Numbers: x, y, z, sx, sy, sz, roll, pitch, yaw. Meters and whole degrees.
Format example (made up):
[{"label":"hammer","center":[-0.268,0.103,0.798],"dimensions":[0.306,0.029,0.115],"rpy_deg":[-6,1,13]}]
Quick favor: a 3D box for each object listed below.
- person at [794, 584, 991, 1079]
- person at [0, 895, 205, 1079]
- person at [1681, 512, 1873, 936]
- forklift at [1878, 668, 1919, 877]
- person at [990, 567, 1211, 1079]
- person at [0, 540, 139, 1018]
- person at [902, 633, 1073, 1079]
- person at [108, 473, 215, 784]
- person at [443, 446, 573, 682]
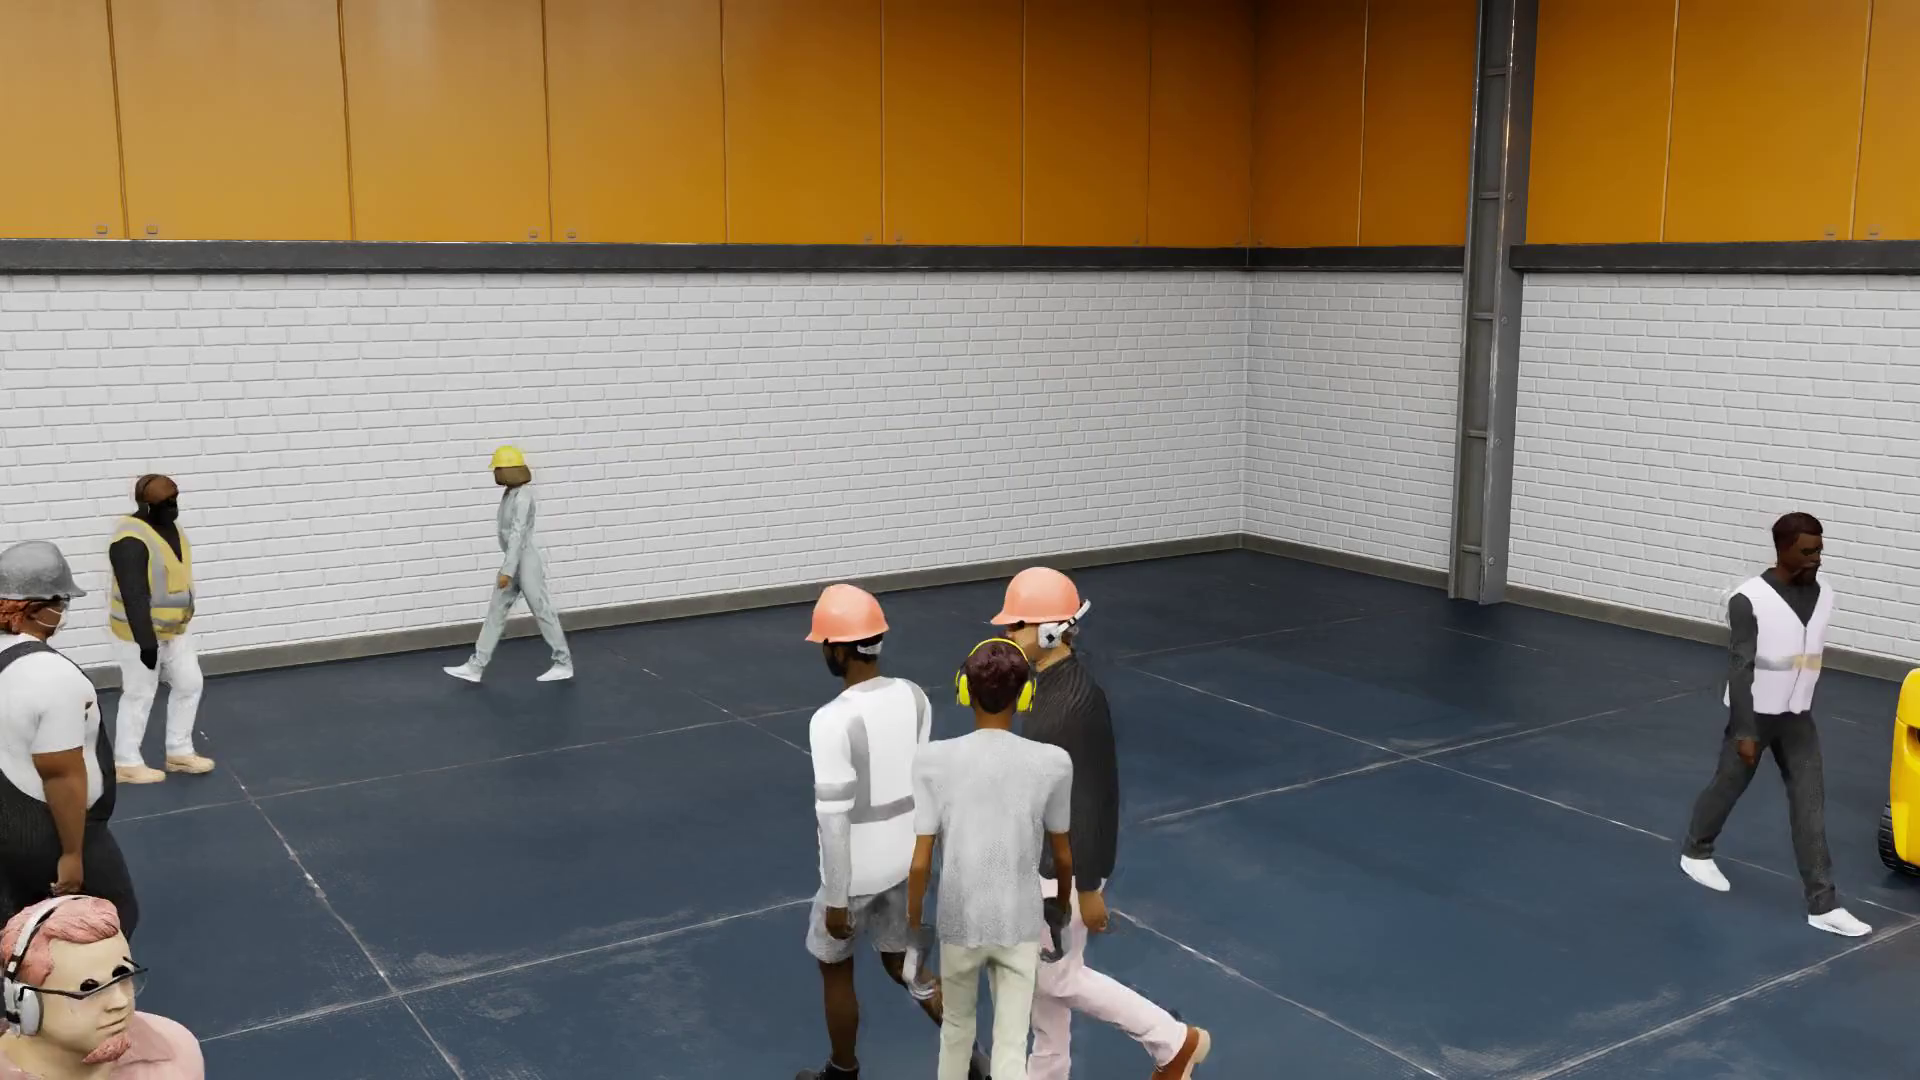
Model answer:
[{"label":"person","center":[-0.242,1.097,5.613],"dimensions":[0.822,1.909,0.547],"rpy_deg":[8,12,39]},{"label":"person","center":[-1.650,1.544,3.073],"dimensions":[0.990,1.863,0.643],"rpy_deg":[6,11,30]},{"label":"person","center":[3.724,0.791,7.587],"dimensions":[0.610,1.861,1.022],"rpy_deg":[-3,10,-19]},{"label":"forklift","center":[5.511,0.571,7.906],"dimensions":[2.313,2.155,1.214],"rpy_deg":[-6,11,-33]},{"label":"person","center":[0.447,1.057,5.670],"dimensions":[0.688,1.973,0.634],"rpy_deg":[-1,9,-5]},{"label":"person","center":[-3.257,0.985,5.873],"dimensions":[0.690,2.000,0.536],"rpy_deg":[3,10,18]},{"label":"person","center":[0.095,1.203,5.216],"dimensions":[0.518,1.836,0.816],"rpy_deg":[1,9,3]},{"label":"person","center":[-4.588,0.513,9.433],"dimensions":[0.629,1.802,0.644],"rpy_deg":[1,9,4]},{"label":"person","center":[-3.172,0.189,11.703],"dimensions":[0.896,1.697,0.492],"rpy_deg":[-6,11,-31]}]
